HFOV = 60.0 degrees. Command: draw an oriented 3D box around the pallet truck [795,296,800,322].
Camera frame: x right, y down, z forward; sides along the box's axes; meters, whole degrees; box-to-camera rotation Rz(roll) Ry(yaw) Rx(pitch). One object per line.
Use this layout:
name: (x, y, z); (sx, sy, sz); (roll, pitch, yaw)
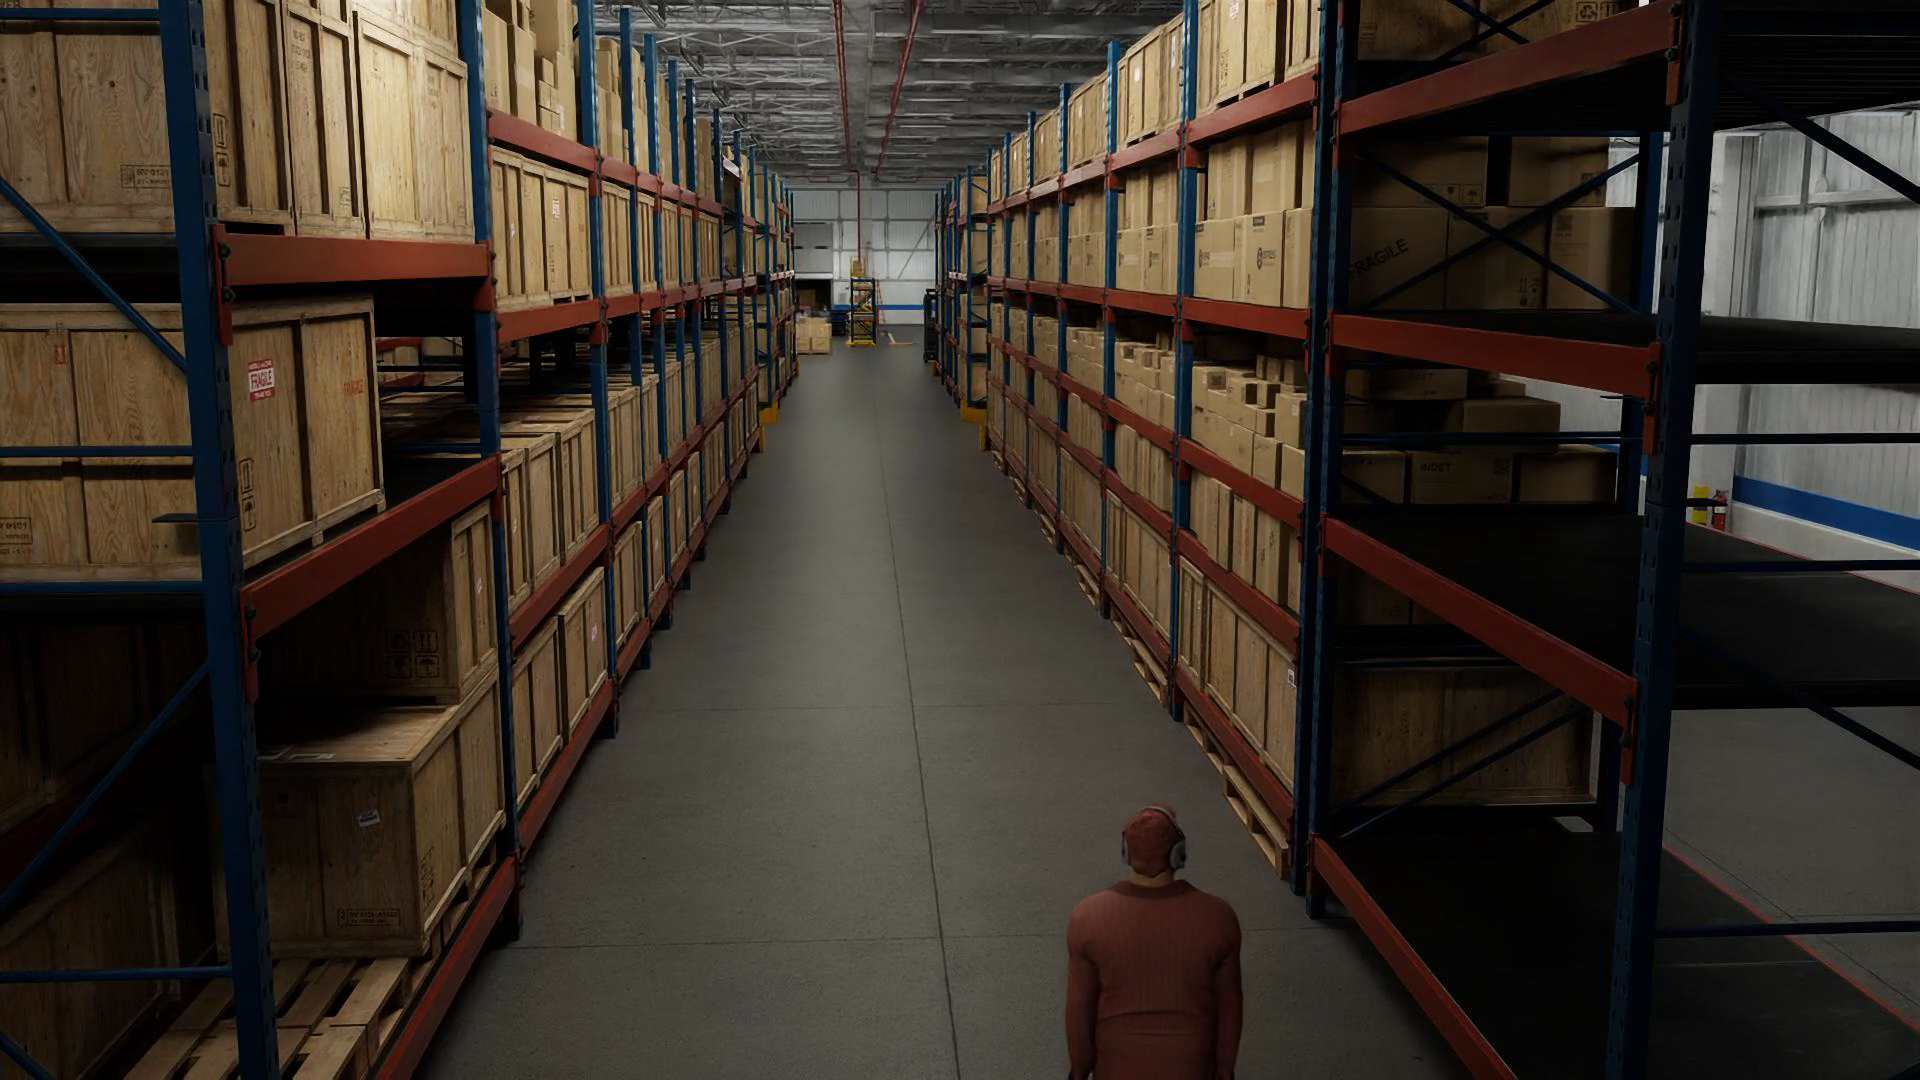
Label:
pallet truck: (-8.622, -12.439, 91.403); (1.885, 1.965, 0.823); (2, 10, 13)

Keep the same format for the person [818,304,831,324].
person: (-6.120, -9.672, 75.092); (0.654, 1.925, 0.548); (-5, 11, -29)

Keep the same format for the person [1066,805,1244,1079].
person: (0.704, 1.895, 6.069); (0.636, 1.903, 0.404); (1, 10, 4)

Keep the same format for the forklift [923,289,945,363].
forklift: (-0.829, -8.174, 63.295); (1.129, 2.768, 1.873); (-1, 10, -3)

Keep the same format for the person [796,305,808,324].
person: (-7.037, -9.502, 74.120); (0.553, 1.914, 0.788); (-4, 10, -23)
